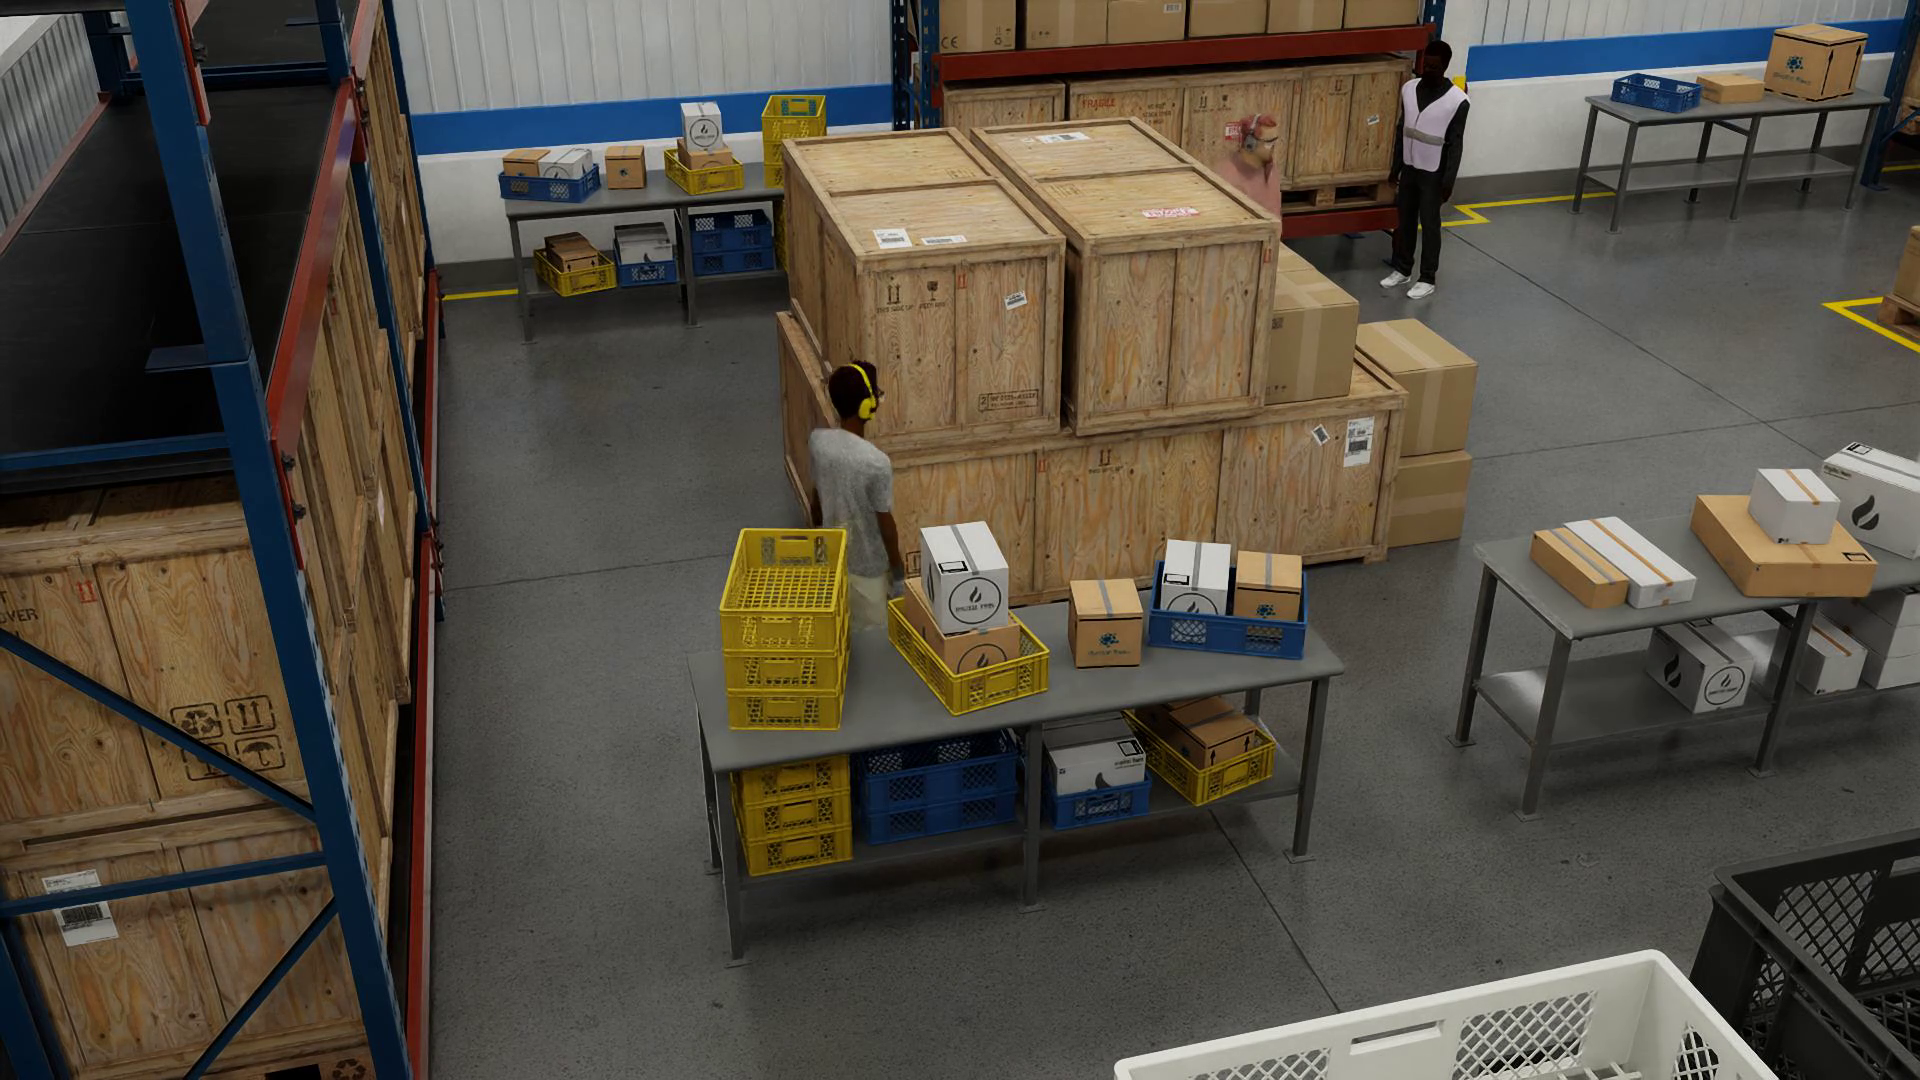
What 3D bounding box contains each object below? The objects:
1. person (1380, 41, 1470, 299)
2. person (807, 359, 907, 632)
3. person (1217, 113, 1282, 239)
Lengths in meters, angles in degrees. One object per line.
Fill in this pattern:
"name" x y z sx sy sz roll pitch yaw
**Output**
"person" 3.485 -2.769 12.432 0.376 1.912 0.590 -18 34 -29
"person" -0.482 0.111 7.260 0.702 1.849 0.524 -23 36 -35
"person" 1.831 -1.812 10.716 0.780 1.886 0.664 23 36 35
